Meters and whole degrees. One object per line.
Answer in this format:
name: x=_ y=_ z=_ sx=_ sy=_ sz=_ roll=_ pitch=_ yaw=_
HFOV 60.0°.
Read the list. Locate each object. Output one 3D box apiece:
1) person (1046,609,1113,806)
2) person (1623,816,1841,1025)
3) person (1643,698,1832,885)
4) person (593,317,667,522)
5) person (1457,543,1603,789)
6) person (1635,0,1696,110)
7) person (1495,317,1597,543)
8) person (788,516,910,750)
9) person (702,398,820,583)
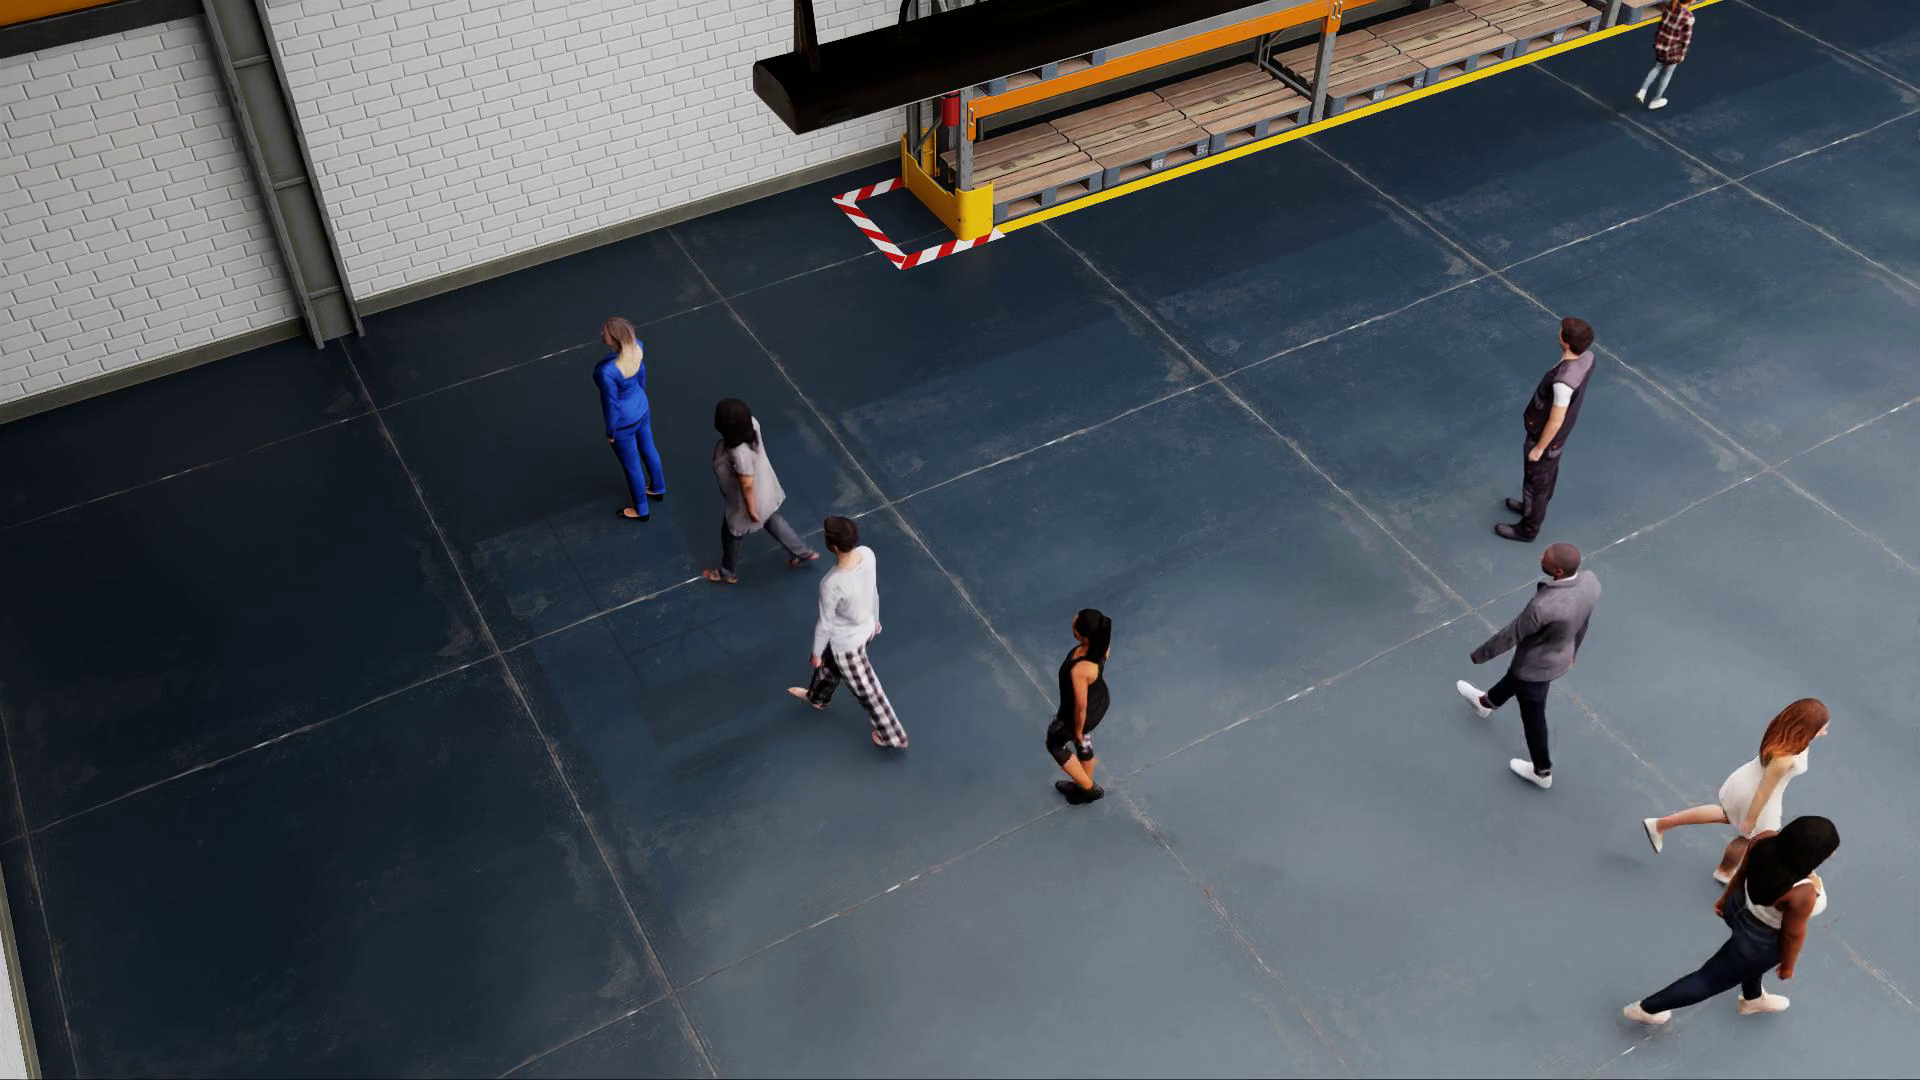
person: x=0.791 y=1.014 z=9.812 sx=0.770 sy=1.653 sz=0.695 roll=19 pitch=47 yaw=19
person: x=4.037 y=2.040 z=8.653 sx=1.286 sy=1.765 sz=1.034 roll=-1 pitch=44 yaw=-1
person: x=4.390 y=1.407 z=9.378 sx=0.964 sy=1.681 sz=0.990 roll=16 pitch=46 yaw=17
person: x=-2.329 y=-0.862 z=11.747 sx=0.769 sy=1.700 sz=0.678 roll=17 pitch=46 yaw=17
person: x=3.536 y=0.794 z=9.965 sx=1.095 sy=1.760 sz=0.885 roll=-29 pitch=51 yaw=-27
person: x=6.845 y=-4.770 z=16.145 sx=0.606 sy=1.293 sz=0.535 roll=-24 pitch=48 yaw=-23
person: x=4.109 y=-0.765 z=11.538 sx=0.793 sy=1.848 sz=0.679 roll=23 pitch=48 yaw=22
person: x=-0.596 y=0.626 z=10.117 sx=1.108 sy=1.794 sz=1.180 roll=20 pitch=47 yaw=20
person: x=-1.354 y=-0.334 z=11.281 sx=1.130 sy=1.579 sz=0.998 roll=5 pitch=44 yaw=5
